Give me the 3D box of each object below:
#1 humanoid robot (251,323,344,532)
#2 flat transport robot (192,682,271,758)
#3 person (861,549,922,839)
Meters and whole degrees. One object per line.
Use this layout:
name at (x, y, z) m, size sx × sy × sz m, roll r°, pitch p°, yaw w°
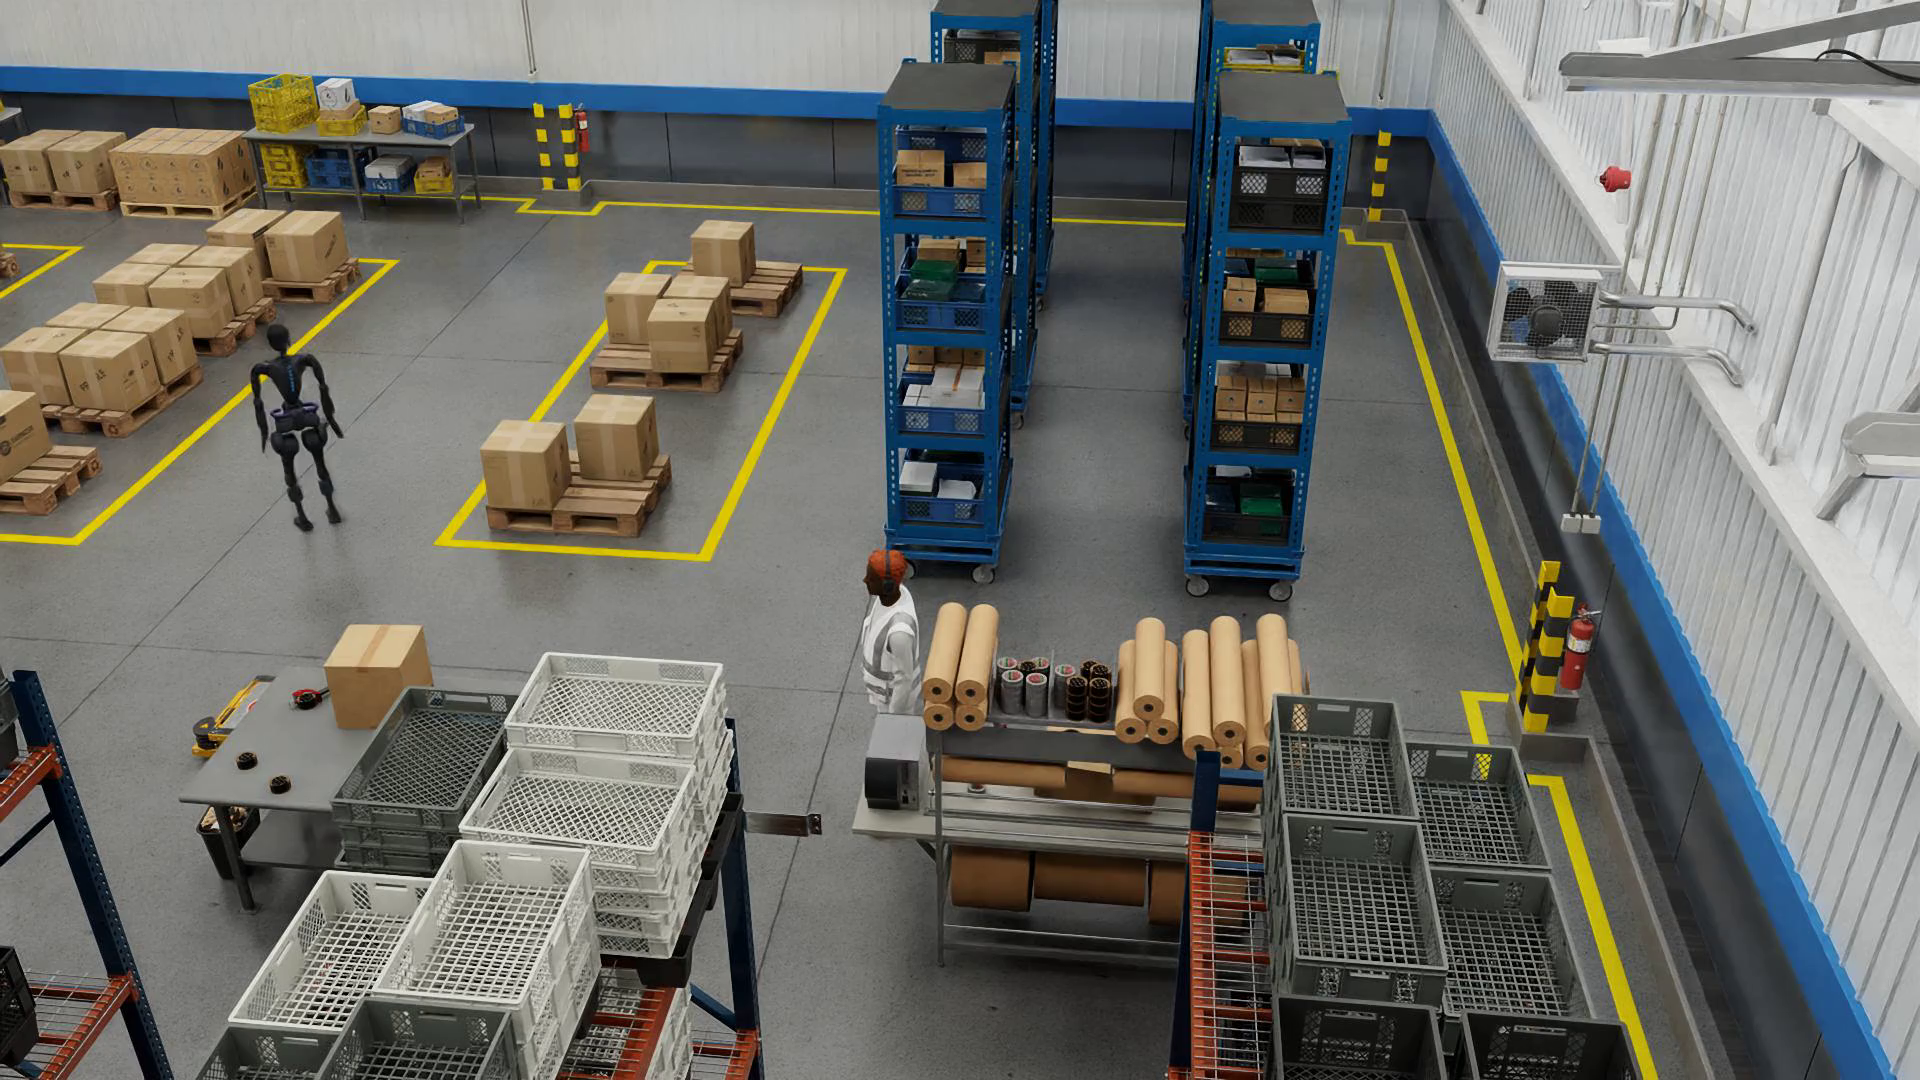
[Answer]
humanoid robot at (-5.059, -0.878, 12.774) m, size 0.621 × 1.636 × 0.368 m, roll -19°, pitch 35°, yaw -30°
flat transport robot at (-4.089, 1.163, 10.648) m, size 1.431 × 0.197 × 0.652 m, roll 3°, pitch 30°, yaw 6°
person at (-0.403, 0.873, 9.570) m, size 0.356 × 1.882 × 0.574 m, roll -5°, pitch 31°, yaw -9°
